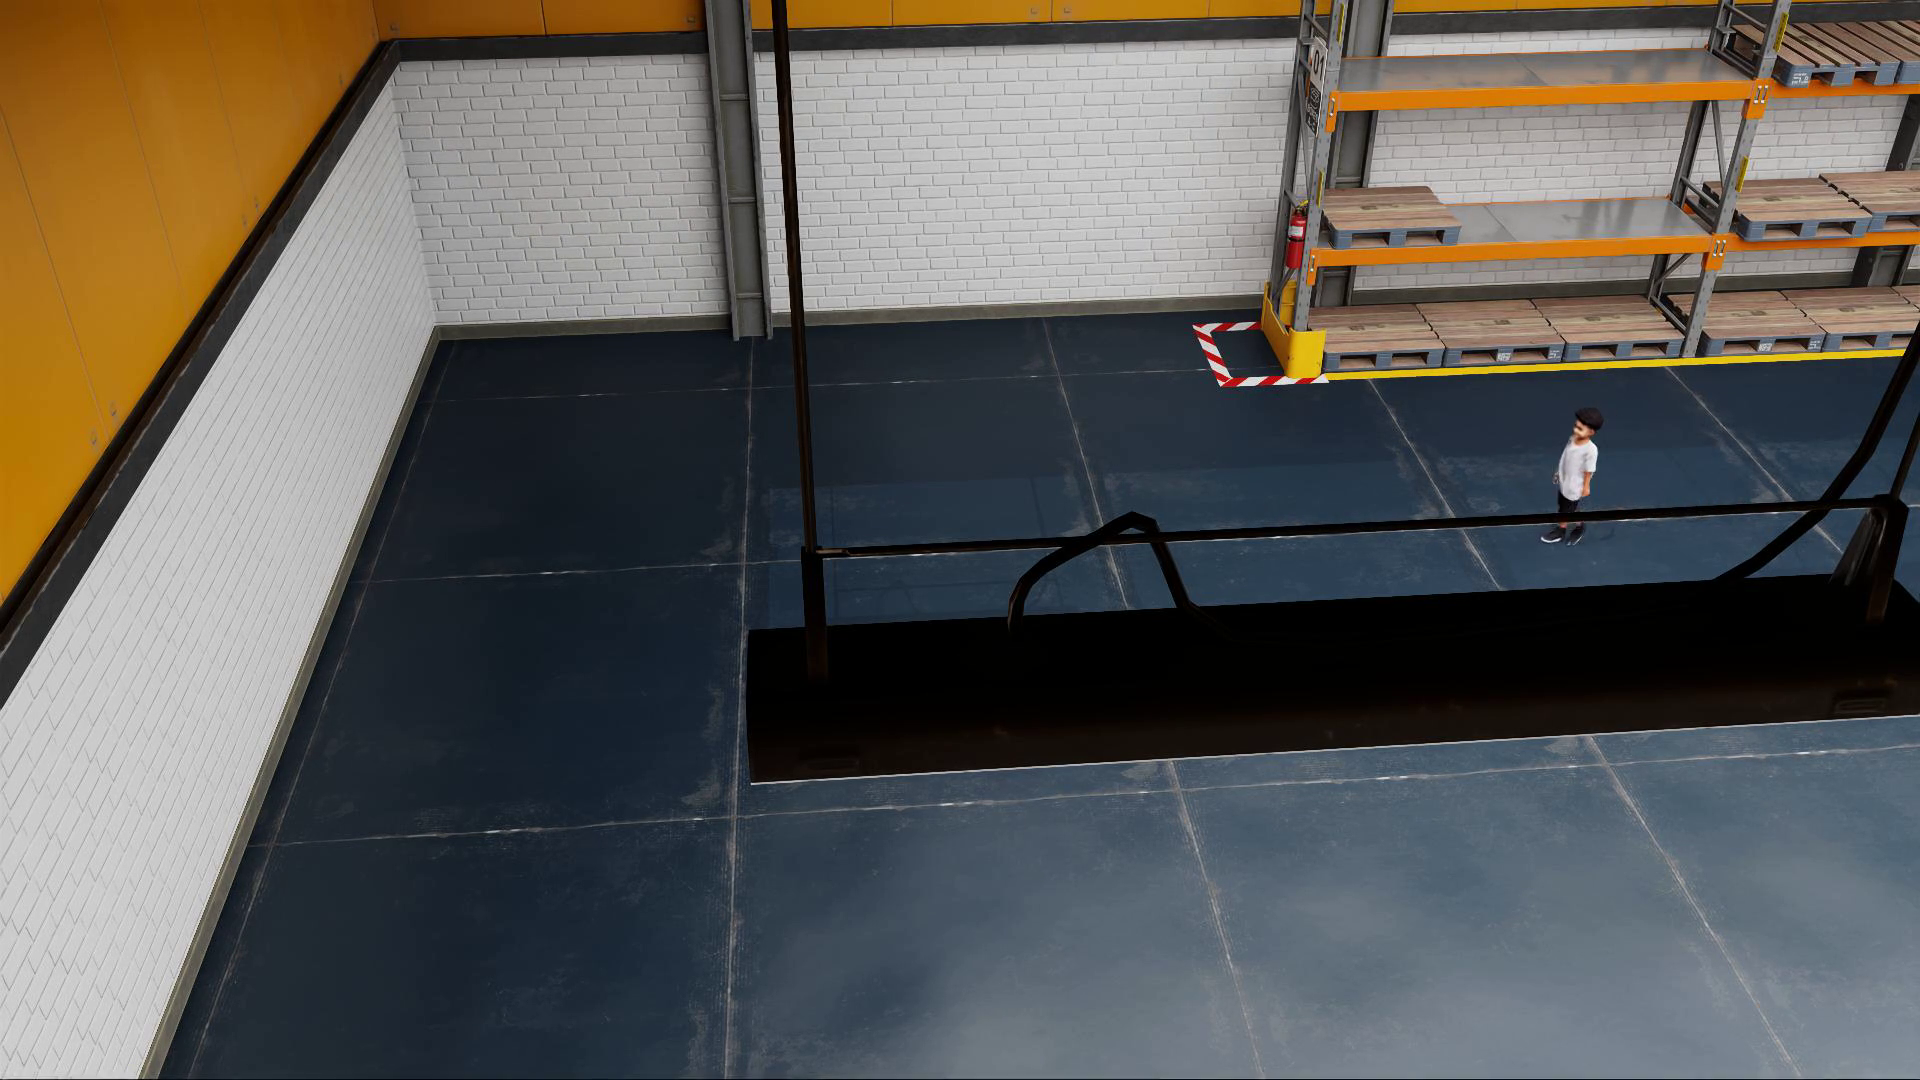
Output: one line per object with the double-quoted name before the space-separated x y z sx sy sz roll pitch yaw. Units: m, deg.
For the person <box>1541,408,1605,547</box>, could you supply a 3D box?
"person" 5.031 -0.523 13.491 0.610 1.252 0.546 -9 35 -14
